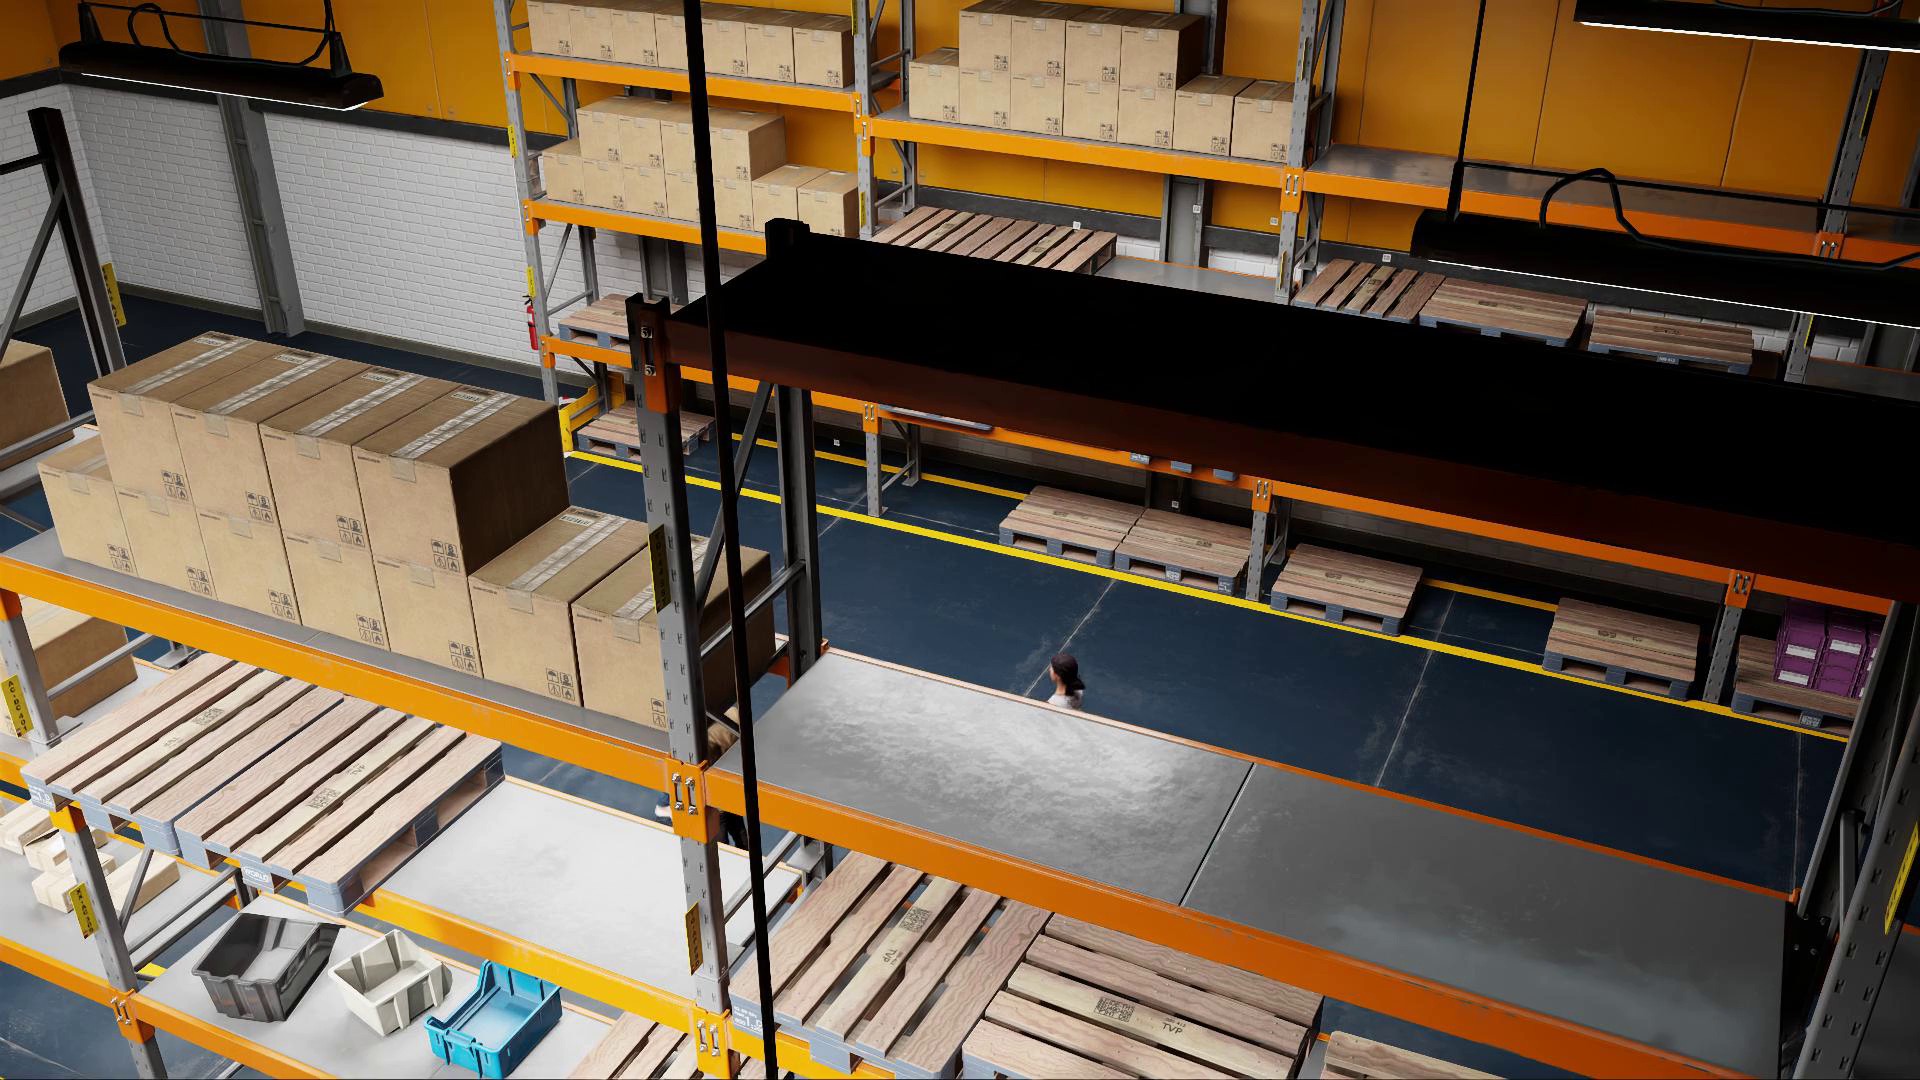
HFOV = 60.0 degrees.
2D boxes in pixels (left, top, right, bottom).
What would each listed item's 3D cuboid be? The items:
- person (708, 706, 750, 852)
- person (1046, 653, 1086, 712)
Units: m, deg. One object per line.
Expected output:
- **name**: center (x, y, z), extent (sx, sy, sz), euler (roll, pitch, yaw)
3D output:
- **person**: center (-1.645, 1.742, 11.488), extent (0.545, 1.850, 0.648), euler (12, 31, 21)
- **person**: center (0.760, 1.616, 11.811), extent (0.772, 1.762, 0.711), euler (22, 35, 34)
